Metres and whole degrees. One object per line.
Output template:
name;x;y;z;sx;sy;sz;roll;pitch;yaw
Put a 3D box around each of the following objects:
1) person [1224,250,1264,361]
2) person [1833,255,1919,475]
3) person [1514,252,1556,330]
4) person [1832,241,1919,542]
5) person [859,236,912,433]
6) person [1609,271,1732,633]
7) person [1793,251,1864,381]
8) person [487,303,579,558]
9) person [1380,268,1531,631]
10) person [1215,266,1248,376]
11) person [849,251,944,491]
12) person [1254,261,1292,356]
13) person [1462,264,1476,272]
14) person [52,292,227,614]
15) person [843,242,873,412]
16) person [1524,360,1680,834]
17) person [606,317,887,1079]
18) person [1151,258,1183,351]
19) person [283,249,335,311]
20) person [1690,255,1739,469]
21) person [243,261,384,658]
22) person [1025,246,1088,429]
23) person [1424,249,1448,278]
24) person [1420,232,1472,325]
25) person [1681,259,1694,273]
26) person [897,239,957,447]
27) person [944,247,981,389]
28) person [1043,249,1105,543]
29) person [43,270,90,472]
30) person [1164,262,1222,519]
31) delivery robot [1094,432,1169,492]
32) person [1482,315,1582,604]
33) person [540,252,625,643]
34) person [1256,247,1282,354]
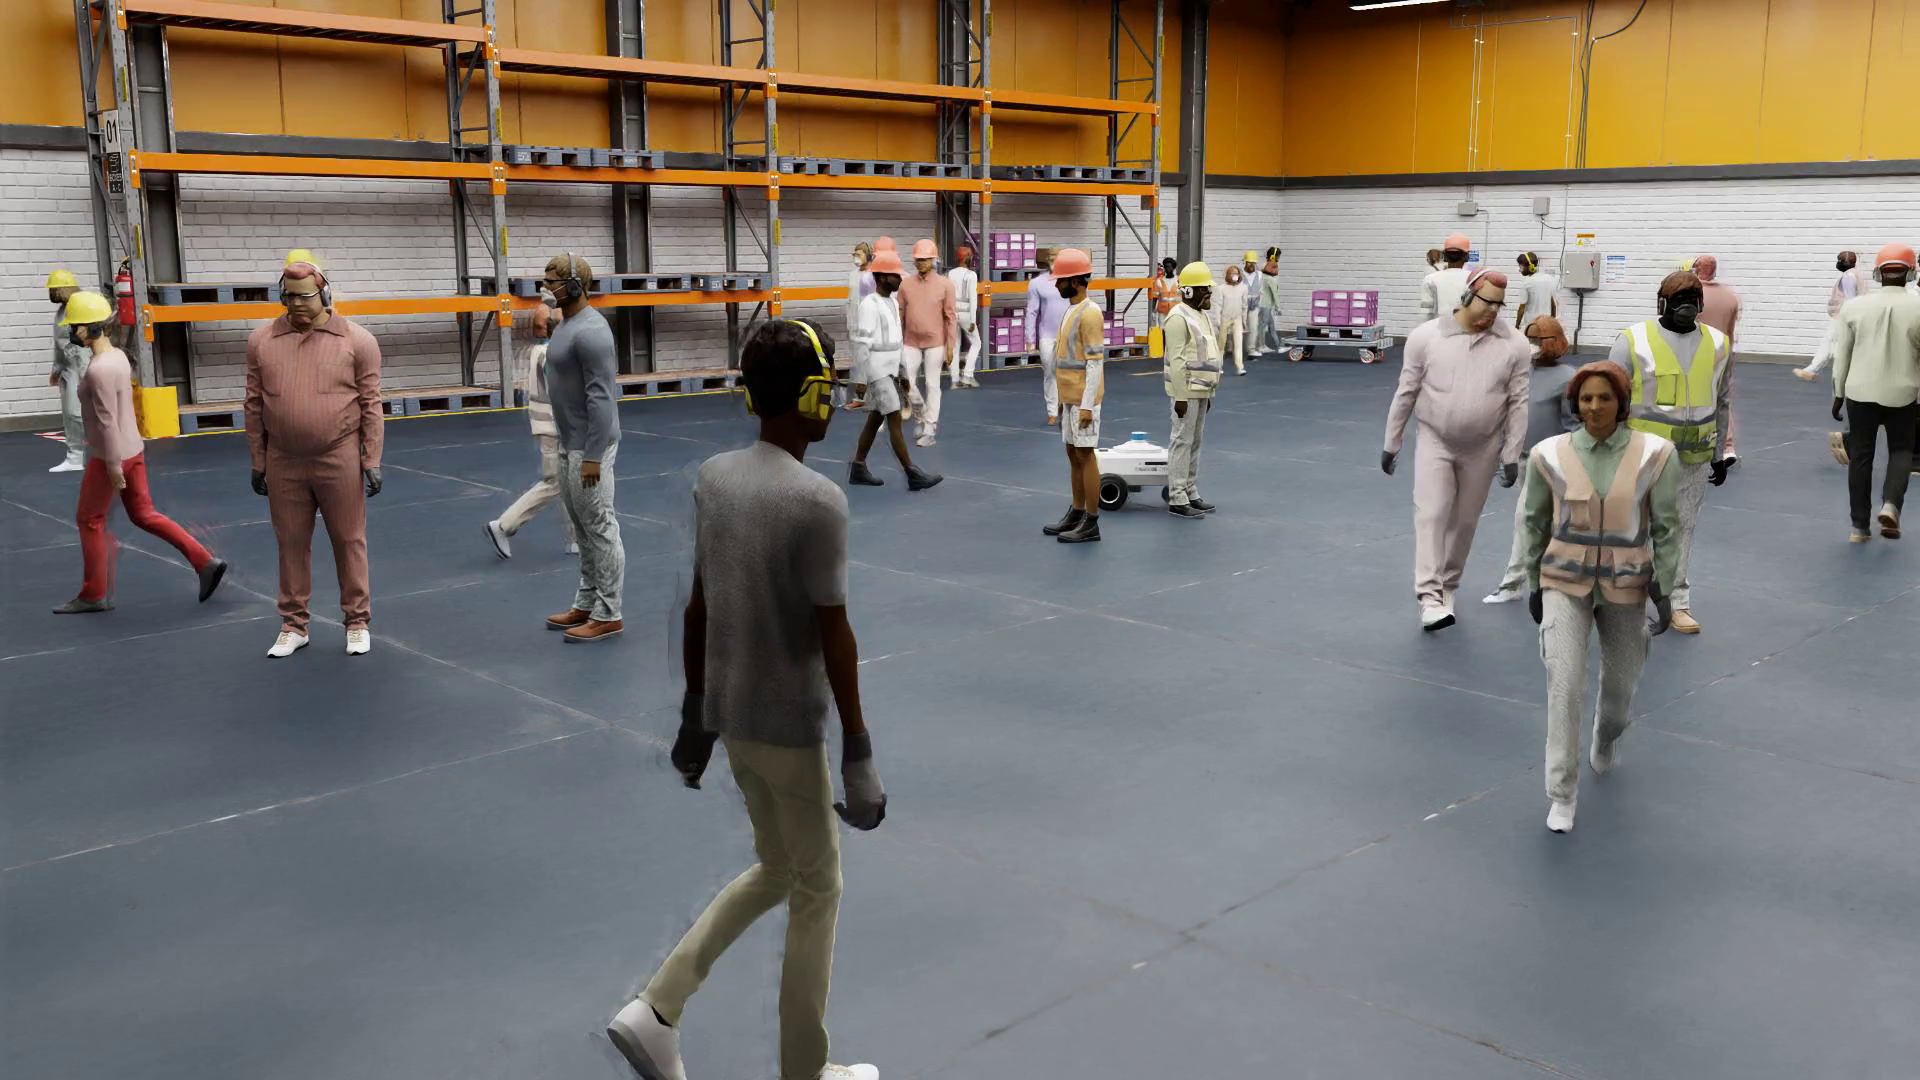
person;4.582;-3.795;26.946;0.608;1.795;0.750;-2;11;-12
person;7.926;-1.500;14.057;0.808;1.924;0.642;7;12;33
person;6.821;-2.485;19.693;0.658;1.832;0.330;-5;11;-23
person;6.053;-0.956;10.915;0.615;1.982;0.473;7;12;32
person;-0.727;-2.145;17.324;0.615;2.022;0.791;3;11;16
person;3.605;-0.437;8.472;0.621;1.845;0.429;0;10;1
person;12.078;-3.068;22.936;0.939;1.798;0.631;9;14;40
person;-2.587;-0.675;10.383;0.721;1.612;0.526;-4;11;-21
person;2.557;-0.456;8.559;0.722;1.848;0.917;1;10;7
person;3.930;-3.176;24.113;0.518;1.583;0.896;-2;11;-9
person;-0.539;-1.338;13.259;0.897;1.891;0.569;4;11;19
person;5.236;-3.886;27.968;0.859;1.588;0.504;-2;11;-12
person;8.525;-4.027;28.217;0.841;1.800;0.578;-8;13;-38
person;-4.460;-0.466;8.922;0.813;1.731;0.528;-2;11;-11
person;-1.085;-2.441;19.134;0.627;1.940;0.371;10;14;43
person;2.241;0.159;5.859;0.508;1.608;0.752;4;11;19
person;-0.462;0.436;3.707;0.525;1.846;0.559;-9;13;-39
person;3.197;-3.482;25.516;0.551;1.666;0.719;3;11;16
person;-5.977;-1.744;15.443;0.594;1.905;0.773;6;12;28
person;6.492;-1.554;14.537;0.657;1.865;0.979;-2;11;-13
person;-3.102;-0.379;7.996;0.638;1.902;0.407;-1;10;-7
person;0.998;-2.104;17.413;0.658;1.894;0.964;1;10;8
person;7.703;-3.830;27.097;0.531;1.789;0.905;-3;11;-16
person;4.657;-1.869;15.726;0.605;2.045;0.377;6;12;28
person;9.284;-2.700;21.123;0.895;1.711;0.543;8;13;36
person;-0.336;-1.890;15.994;0.639;1.983;0.441;4;11;19
person;0.048;-2.934;22.001;0.592;1.867;0.491;9;14;40
person;0.760;-0.944;10.993;0.376;1.931;0.542;-2;11;-12
person;-7.594;-1.445;14.265;0.490;1.733;0.504;-10;14;-43
person;1.677;-1.077;11.983;0.403;1.833;0.591;5;11;25
delivery robot;1.328;-0.565;12.424;0.707;0.478;0.477;0;10;-1
person;3.263;-0.465;9.310;0.842;1.599;0.494;-5;12;-27
person;-1.886;-0.458;8.322;0.376;1.940;0.629;-5;11;-25
person;5.194;-4.032;28.132;0.744;1.820;0.532;-5;11;-25
